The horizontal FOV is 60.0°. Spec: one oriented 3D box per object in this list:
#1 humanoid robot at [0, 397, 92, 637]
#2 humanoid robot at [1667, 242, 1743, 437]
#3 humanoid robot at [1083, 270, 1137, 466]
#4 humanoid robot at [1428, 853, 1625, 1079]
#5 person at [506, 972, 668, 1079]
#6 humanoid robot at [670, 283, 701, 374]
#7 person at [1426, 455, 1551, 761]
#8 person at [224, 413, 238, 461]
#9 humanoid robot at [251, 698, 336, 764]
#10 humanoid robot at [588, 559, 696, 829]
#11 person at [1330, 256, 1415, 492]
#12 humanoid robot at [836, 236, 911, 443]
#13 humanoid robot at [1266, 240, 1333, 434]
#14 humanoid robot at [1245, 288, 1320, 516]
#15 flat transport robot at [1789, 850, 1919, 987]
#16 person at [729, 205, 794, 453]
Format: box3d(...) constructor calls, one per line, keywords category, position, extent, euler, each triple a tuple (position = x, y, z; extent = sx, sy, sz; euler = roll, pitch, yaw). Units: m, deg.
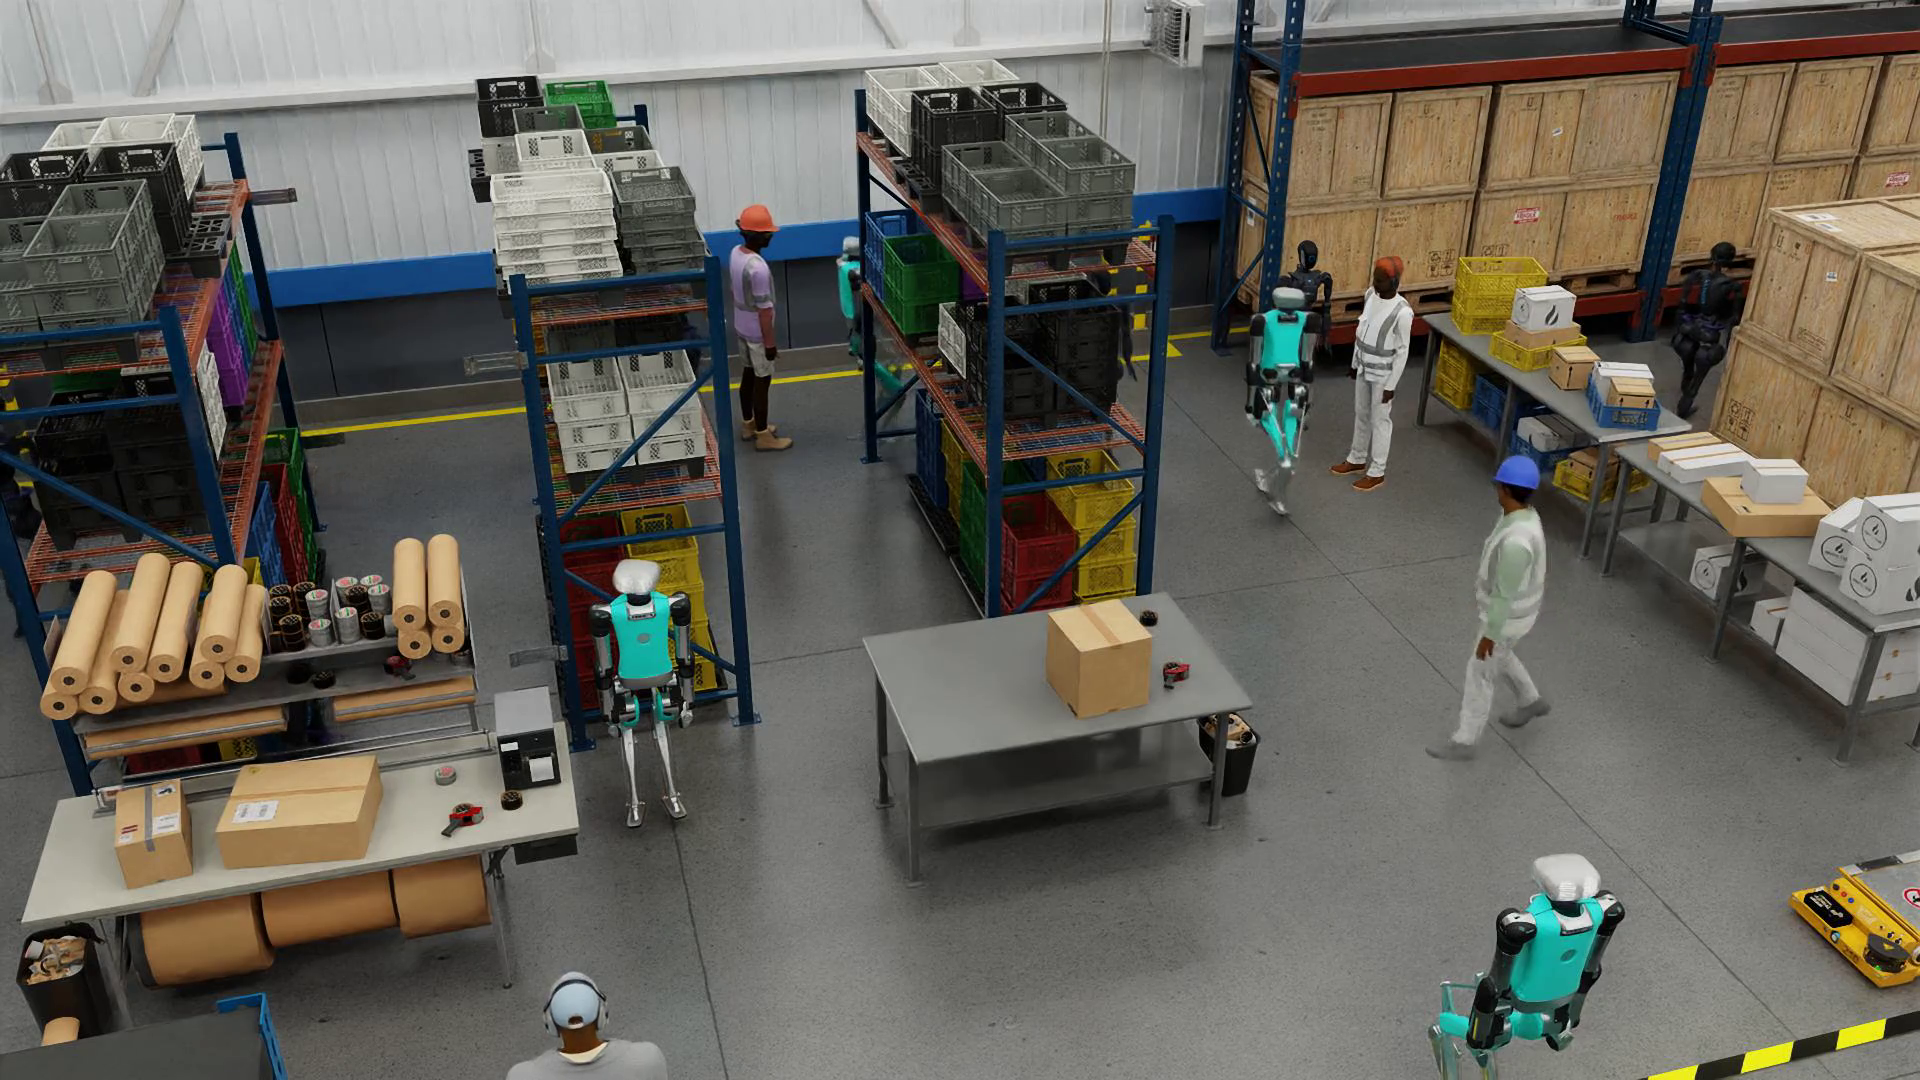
box3d(category="humanoid robot", position=(-6.351, -0.230, 11.160), extent=(0.611, 1.624, 0.773), euler=(-2, 29, -3))
box3d(category="humanoid robot", position=(6.180, -1.682, 13.775), extent=(0.660, 1.634, 0.601), euler=(-18, 33, -29))
box3d(category="humanoid robot", position=(1.097, -1.438, 13.340), extent=(0.608, 1.639, 0.614), euler=(-12, 31, -21))
box3d(category="humanoid robot", position=(2.296, 1.909, 7.066), extent=(0.534, 1.699, 0.745), euler=(-8, 30, -14))
box3d(category="person", position=(-1.346, 2.343, 6.255), extent=(0.586, 1.851, 0.390), euler=(-7, 30, -13))
box3d(category="humanoid robot", position=(-2.251, -1.512, 13.466), extent=(0.386, 1.653, 0.600), euler=(6, 29, 10))
box3d(category="person", position=(3.209, 0.432, 9.680), extent=(0.651, 1.918, 0.709), euler=(7, 30, 13))
box3d(category="person", position=(-5.739, -1.072, 12.400), extent=(0.823, 1.917, 0.674), euler=(-6, 29, -11))
box3d(category="humanoid robot", position=(-3.335, 1.210, 8.520), extent=(0.618, 1.640, 0.591), euler=(6, 29, 10))
box3d(category="humanoid robot", position=(-1.729, 0.772, 9.098), extent=(0.533, 1.673, 0.735), euler=(-8, 30, -14))
box3d(category="person", position=(3.200, -1.288, 12.831), extent=(0.356, 1.882, 0.574), euler=(-11, 31, -19))
box3d(category="humanoid robot", position=(-0.667, -1.581, 13.583), extent=(0.638, 1.866, 0.548), euler=(-8, 30, -14))
box3d(category="humanoid robot", position=(2.792, -1.676, 13.733), extent=(0.599, 1.657, 0.315), euler=(-8, 30, -14))
box3d(category="humanoid robot", position=(2.430, -0.952, 12.372), extent=(0.547, 1.734, 0.958), euler=(-6, 29, -10))
box3d(category="flat transport robot", position=(5.163, 1.916, 8.676), extent=(1.431, 0.231, 0.659), euler=(-8, 30, -14))
box3d(category="person", position=(-1.622, -1.707, 13.431), extent=(0.391, 2.040, 0.607), euler=(-14, 32, -24))
